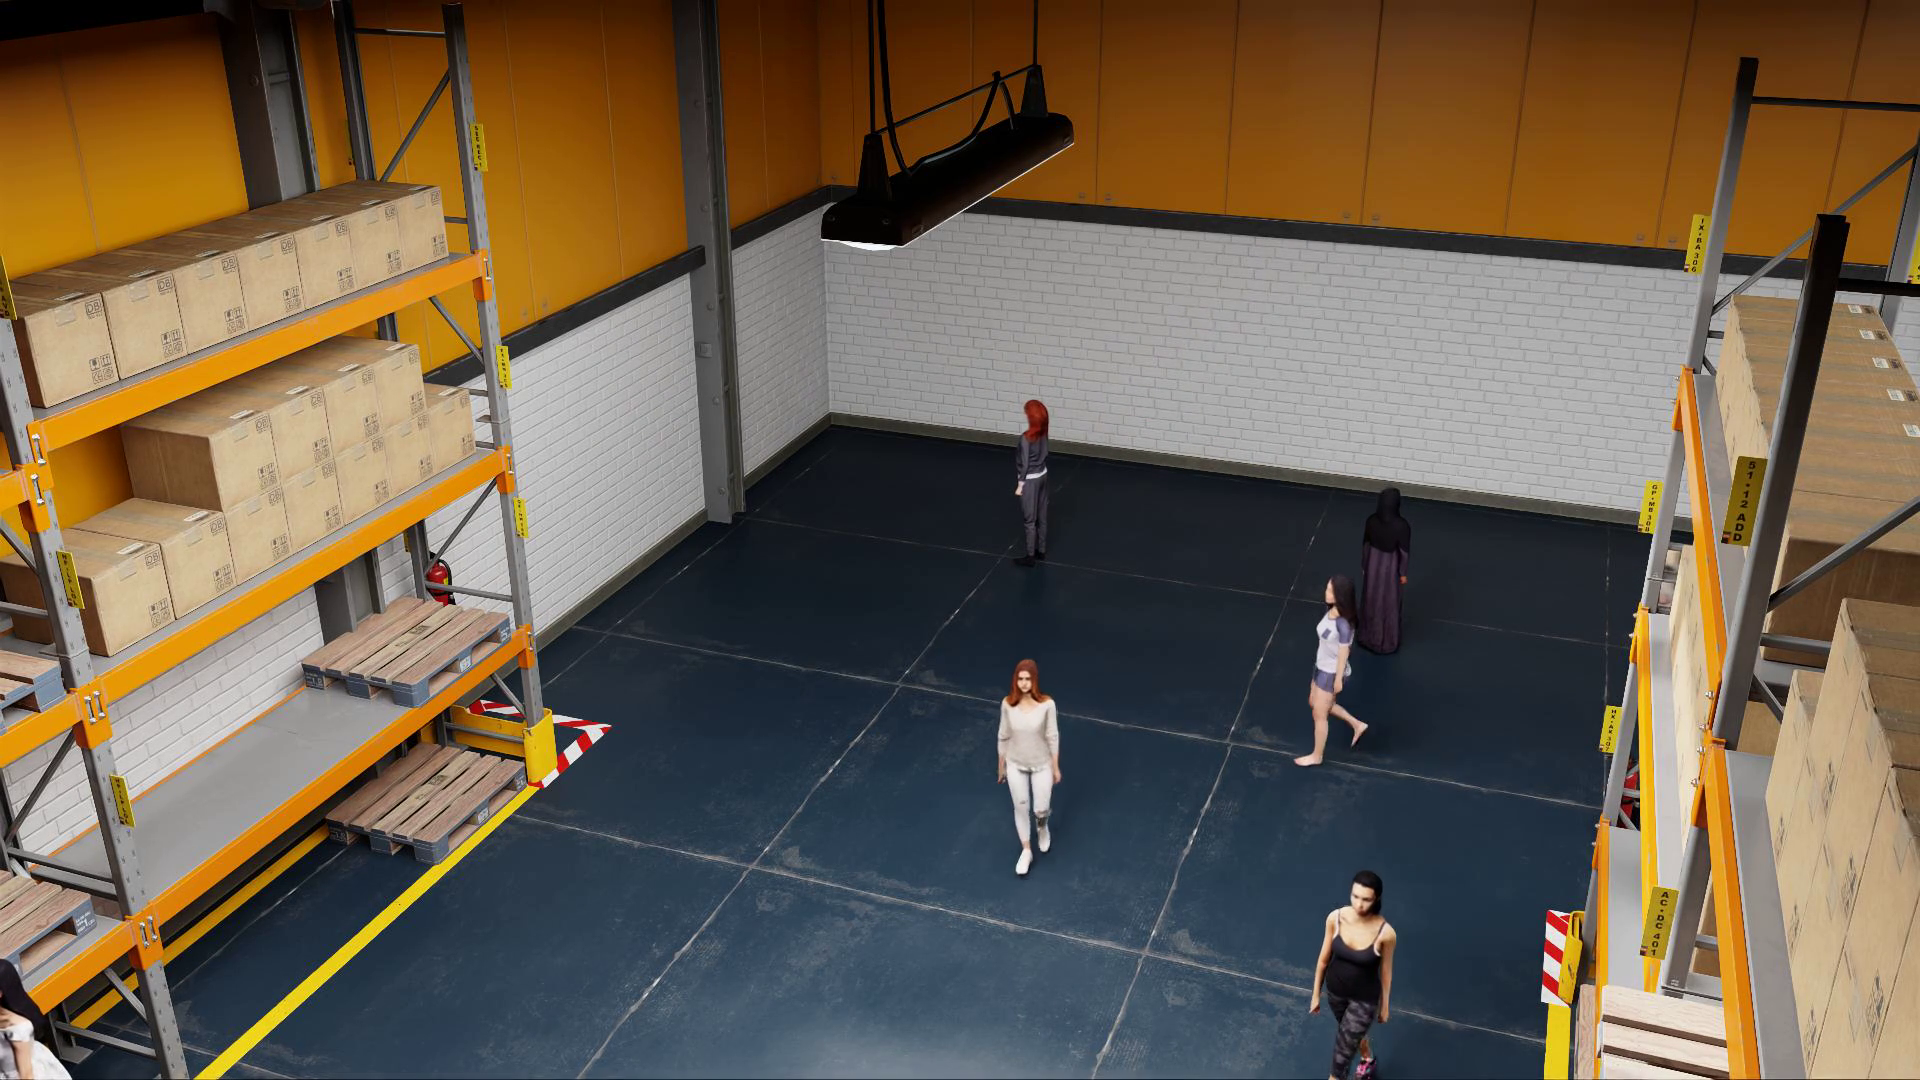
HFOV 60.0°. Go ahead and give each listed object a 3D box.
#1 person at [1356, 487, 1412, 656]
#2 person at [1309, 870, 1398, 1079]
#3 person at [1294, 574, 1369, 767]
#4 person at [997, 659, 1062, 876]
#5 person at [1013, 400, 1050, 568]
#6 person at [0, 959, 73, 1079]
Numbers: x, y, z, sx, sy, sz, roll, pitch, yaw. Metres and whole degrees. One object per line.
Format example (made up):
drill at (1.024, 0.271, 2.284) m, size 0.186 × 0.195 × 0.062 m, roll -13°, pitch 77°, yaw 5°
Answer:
person at (3.900, 0.261, 15.307) m, size 0.679 × 1.614 × 0.688 m, roll 18°, pitch 29°, yaw 35°
person at (2.335, 2.653, 9.757) m, size 0.817 × 1.677 × 1.233 m, roll 16°, pitch 28°, yaw 32°
person at (3.064, 1.049, 13.407) m, size 0.865 × 1.693 × 0.891 m, roll -2°, pitch 24°, yaw -4°
person at (0.525, 1.597, 12.141) m, size 0.661 × 1.704 × 0.757 m, roll 6°, pitch 24°, yaw 13°
person at (0.750, -0.593, 17.052) m, size 0.696 × 1.783 × 0.542 m, roll 17°, pitch 29°, yaw 34°
person at (-4.954, 2.977, 8.902) m, size 0.812 × 1.769 × 0.782 m, roll -17°, pitch 29°, yaw -33°
